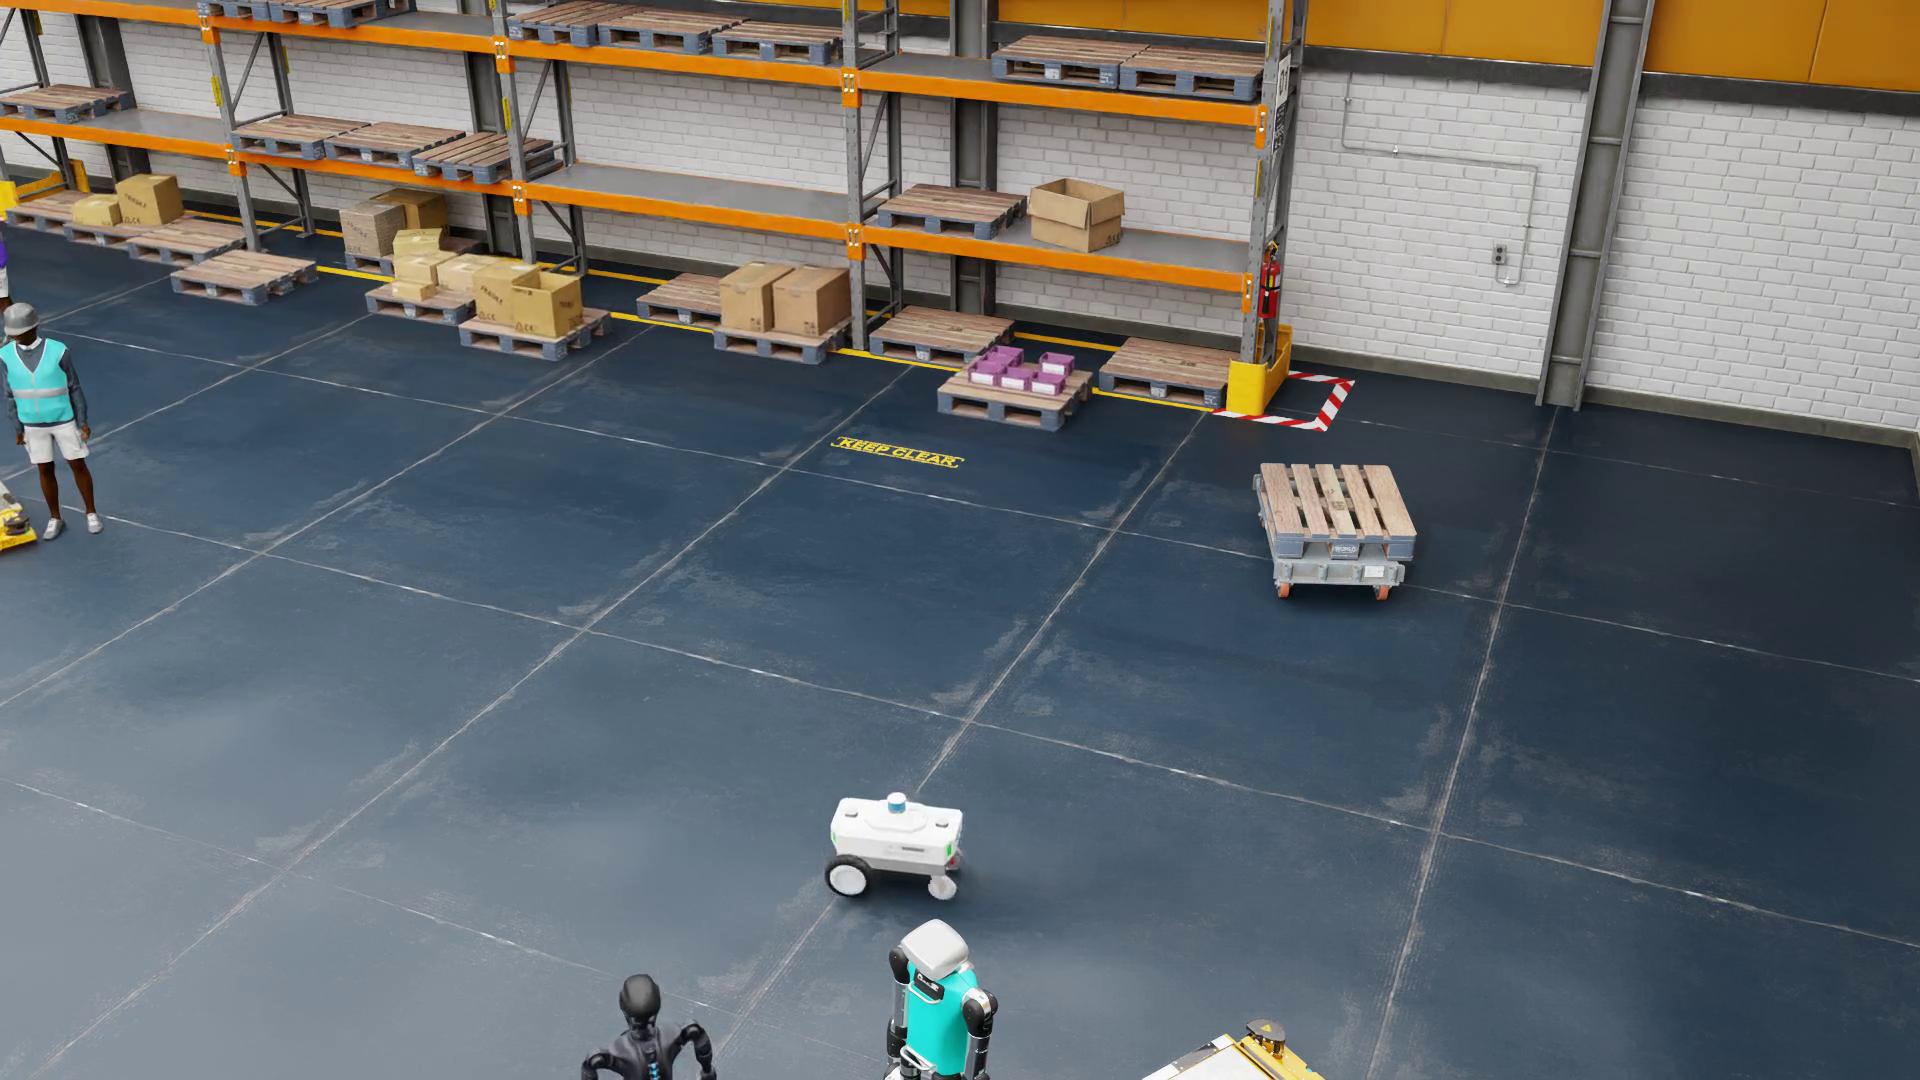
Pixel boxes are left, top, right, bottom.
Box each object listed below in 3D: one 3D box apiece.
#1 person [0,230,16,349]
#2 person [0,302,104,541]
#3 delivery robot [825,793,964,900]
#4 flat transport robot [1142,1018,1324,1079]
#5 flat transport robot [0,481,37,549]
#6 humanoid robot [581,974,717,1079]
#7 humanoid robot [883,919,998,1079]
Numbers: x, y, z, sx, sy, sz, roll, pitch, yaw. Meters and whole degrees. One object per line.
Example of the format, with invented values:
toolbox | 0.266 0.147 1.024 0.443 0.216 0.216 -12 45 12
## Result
person | -9.602 -2.755 16.424 0.368 1.965 0.605 -15 31 -26
person | -7.078 -0.941 12.943 0.554 1.933 0.442 -8 28 -14
delivery robot | -0.381 1.697 9.349 0.797 0.613 0.499 5 28 9
flat transport robot | 1.102 2.725 7.647 1.431 0.231 0.659 -17 32 -30
flat transport robot | -7.984 -0.222 13.362 0.659 0.231 1.431 -22 34 -35
humanoid robot | -1.253 2.418 6.715 0.600 1.647 0.449 -12 30 -22
humanoid robot | -0.242 2.344 6.640 0.735 1.677 0.533 -24 36 -38
